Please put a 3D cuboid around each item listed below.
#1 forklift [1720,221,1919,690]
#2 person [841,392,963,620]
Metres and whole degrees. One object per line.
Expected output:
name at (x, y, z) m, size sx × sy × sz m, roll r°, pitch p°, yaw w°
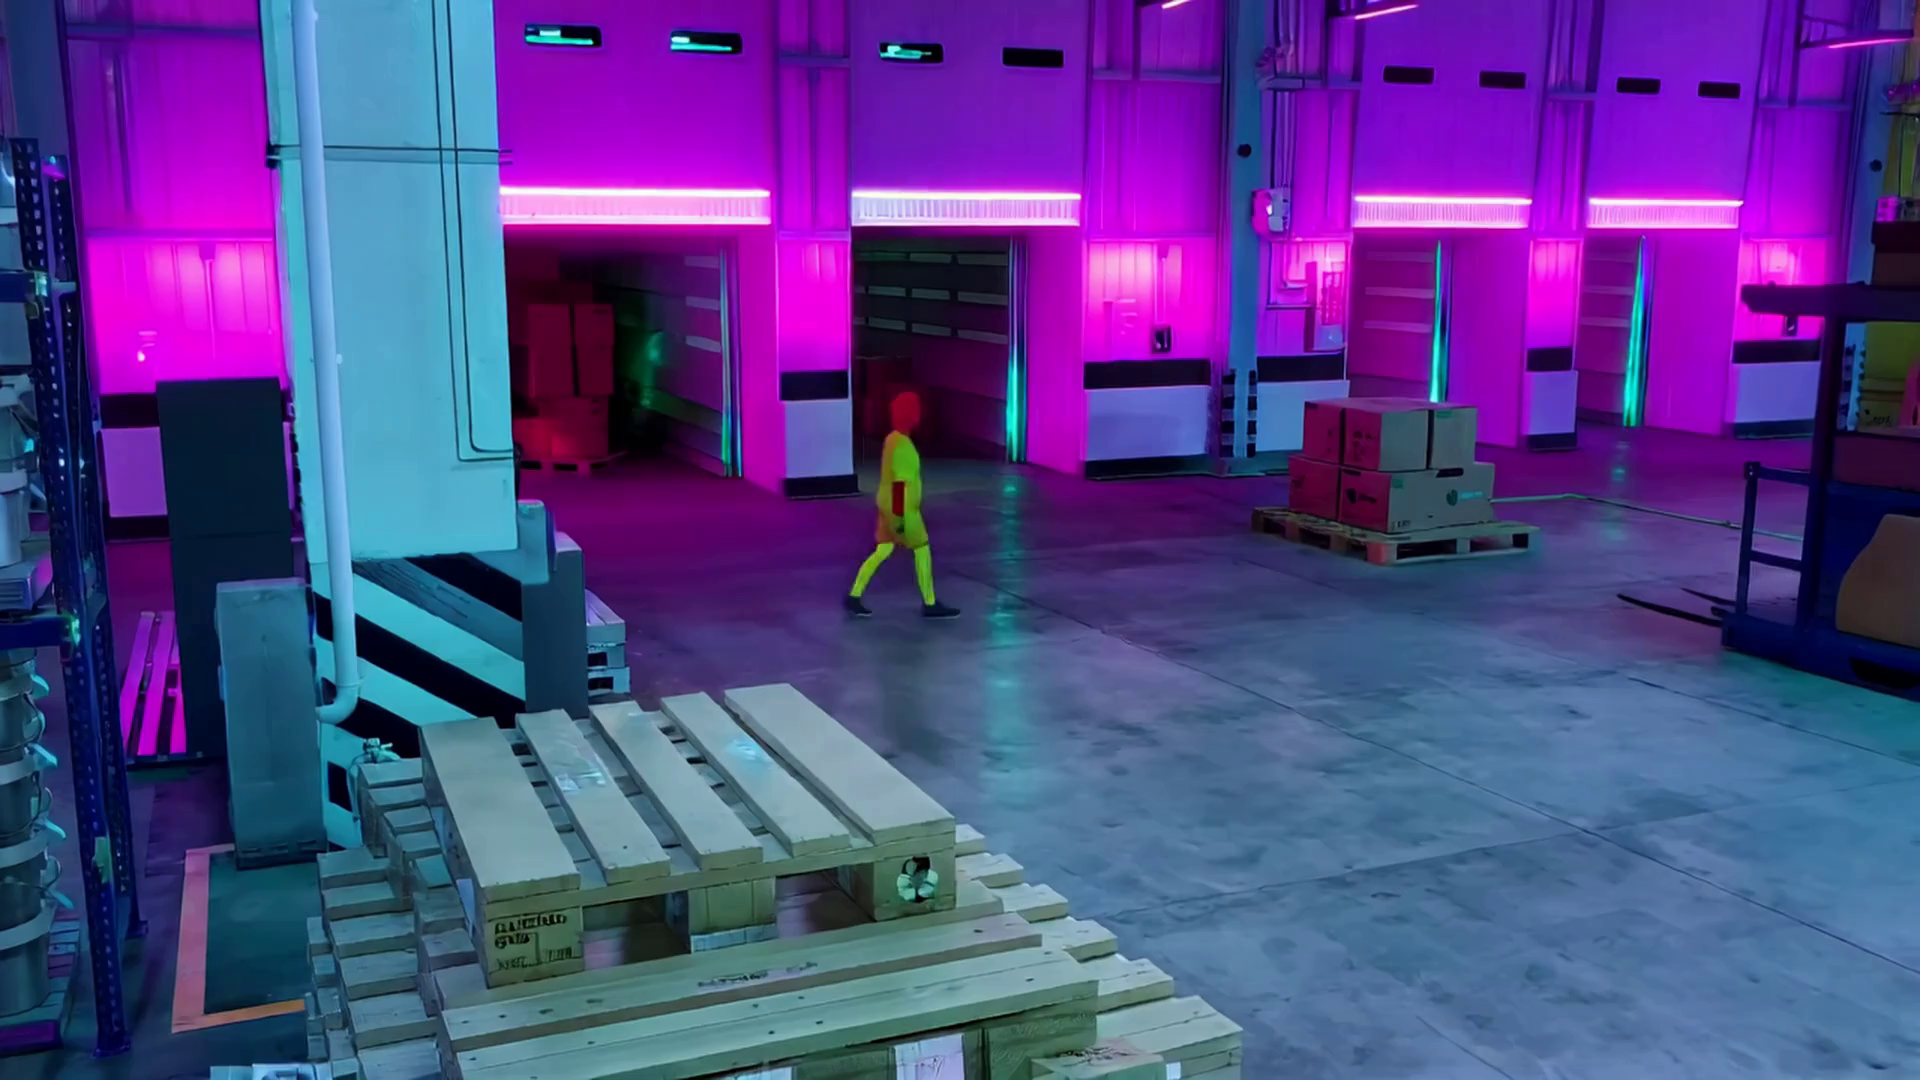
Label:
forklift at (5.949, -0.550, 10.218) m, size 1.129 × 2.768 × 1.873 m, roll -4°, pitch 11°, yaw -23°
person at (-0.454, -0.233, 11.840) m, size 0.854 × 1.658 × 0.534 m, roll -2°, pitch 10°, yaw -11°
